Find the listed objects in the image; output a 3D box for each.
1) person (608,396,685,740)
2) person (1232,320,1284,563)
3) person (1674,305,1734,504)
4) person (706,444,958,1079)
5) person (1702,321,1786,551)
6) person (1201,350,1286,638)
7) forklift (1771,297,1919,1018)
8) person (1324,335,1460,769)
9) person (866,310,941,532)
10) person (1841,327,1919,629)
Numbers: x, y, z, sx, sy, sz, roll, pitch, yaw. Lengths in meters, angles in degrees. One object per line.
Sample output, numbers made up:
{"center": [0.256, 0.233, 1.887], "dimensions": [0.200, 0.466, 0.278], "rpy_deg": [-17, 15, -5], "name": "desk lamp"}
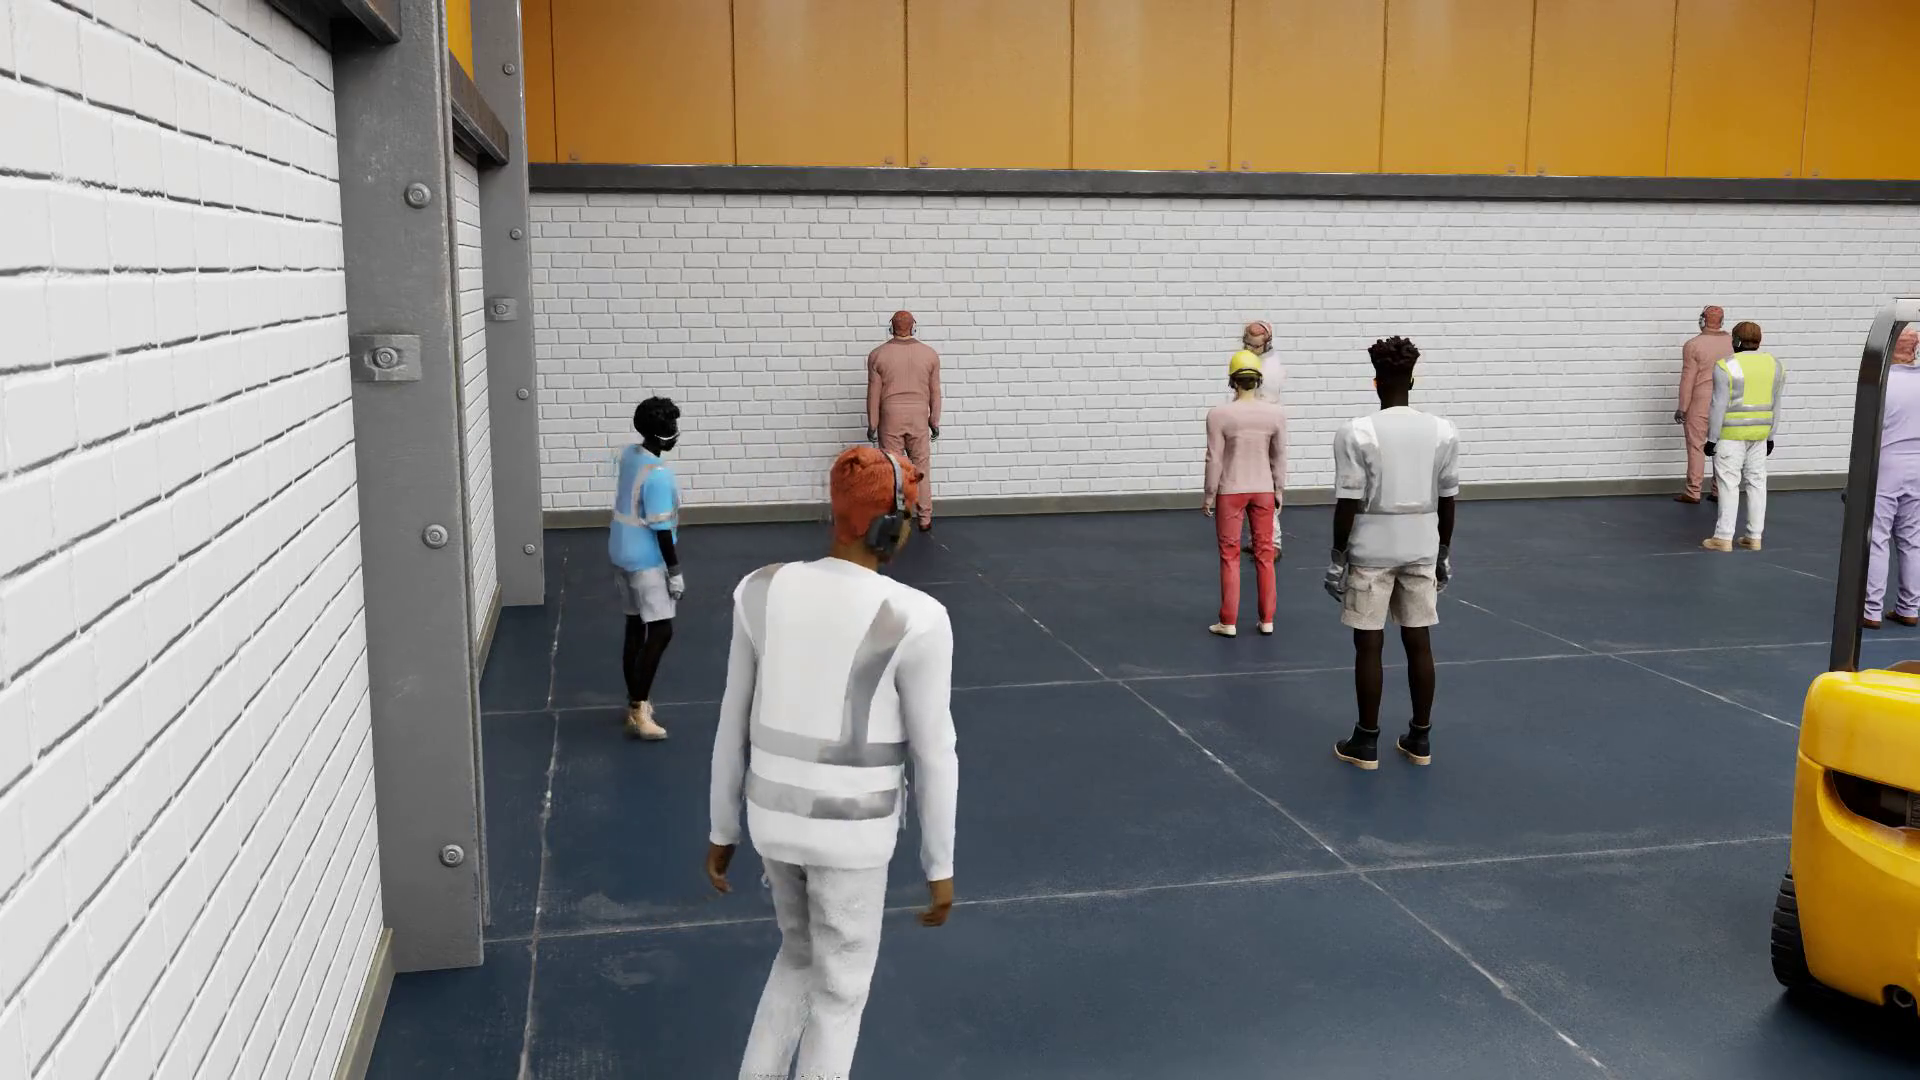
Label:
{"center": [-1.529, 0.121, 8.107], "dimensions": [0.318, 1.661, 0.614], "rpy_deg": [-5, 11, -30], "name": "person"}
{"center": [2.293, -0.769, 12.911], "dimensions": [0.396, 1.872, 0.722], "rpy_deg": [1, 9, 6], "name": "person"}
{"center": [7.171, -1.298, 15.997], "dimensions": [0.651, 1.906, 0.402], "rpy_deg": [-2, 10, -12], "name": "person"}
{"center": [-0.295, 0.703, 3.944], "dimensions": [0.610, 1.859, 0.446], "rpy_deg": [5, 11, 30], "name": "person"}
{"center": [6.248, -0.828, 13.330], "dimensions": [0.633, 1.841, 0.429], "rpy_deg": [-2, 10, -12], "name": "person"}
{"center": [1.739, -0.280, 10.229], "dimensions": [0.533, 1.764, 0.329], "rpy_deg": [-2, 10, -12], "name": "person"}
{"center": [3.542, 0.334, 5.177], "dimensions": [2.313, 2.155, 1.214], "rpy_deg": [-9, 13, -43], "name": "forklift"}
{"center": [1.950, 0.059, 7.545], "dimensions": [0.613, 1.962, 0.364], "rpy_deg": [-2, 10, -12], "name": "person"}
{"center": [-0.487, -1.011, 14.249], "dimensions": [0.651, 1.906, 0.402], "rpy_deg": [-2, 10, -12], "name": "person"}
{"center": [5.848, -0.391, 10.474], "dimensions": [0.651, 1.904, 0.402], "rpy_deg": [-2, 10, -12], "name": "person"}
